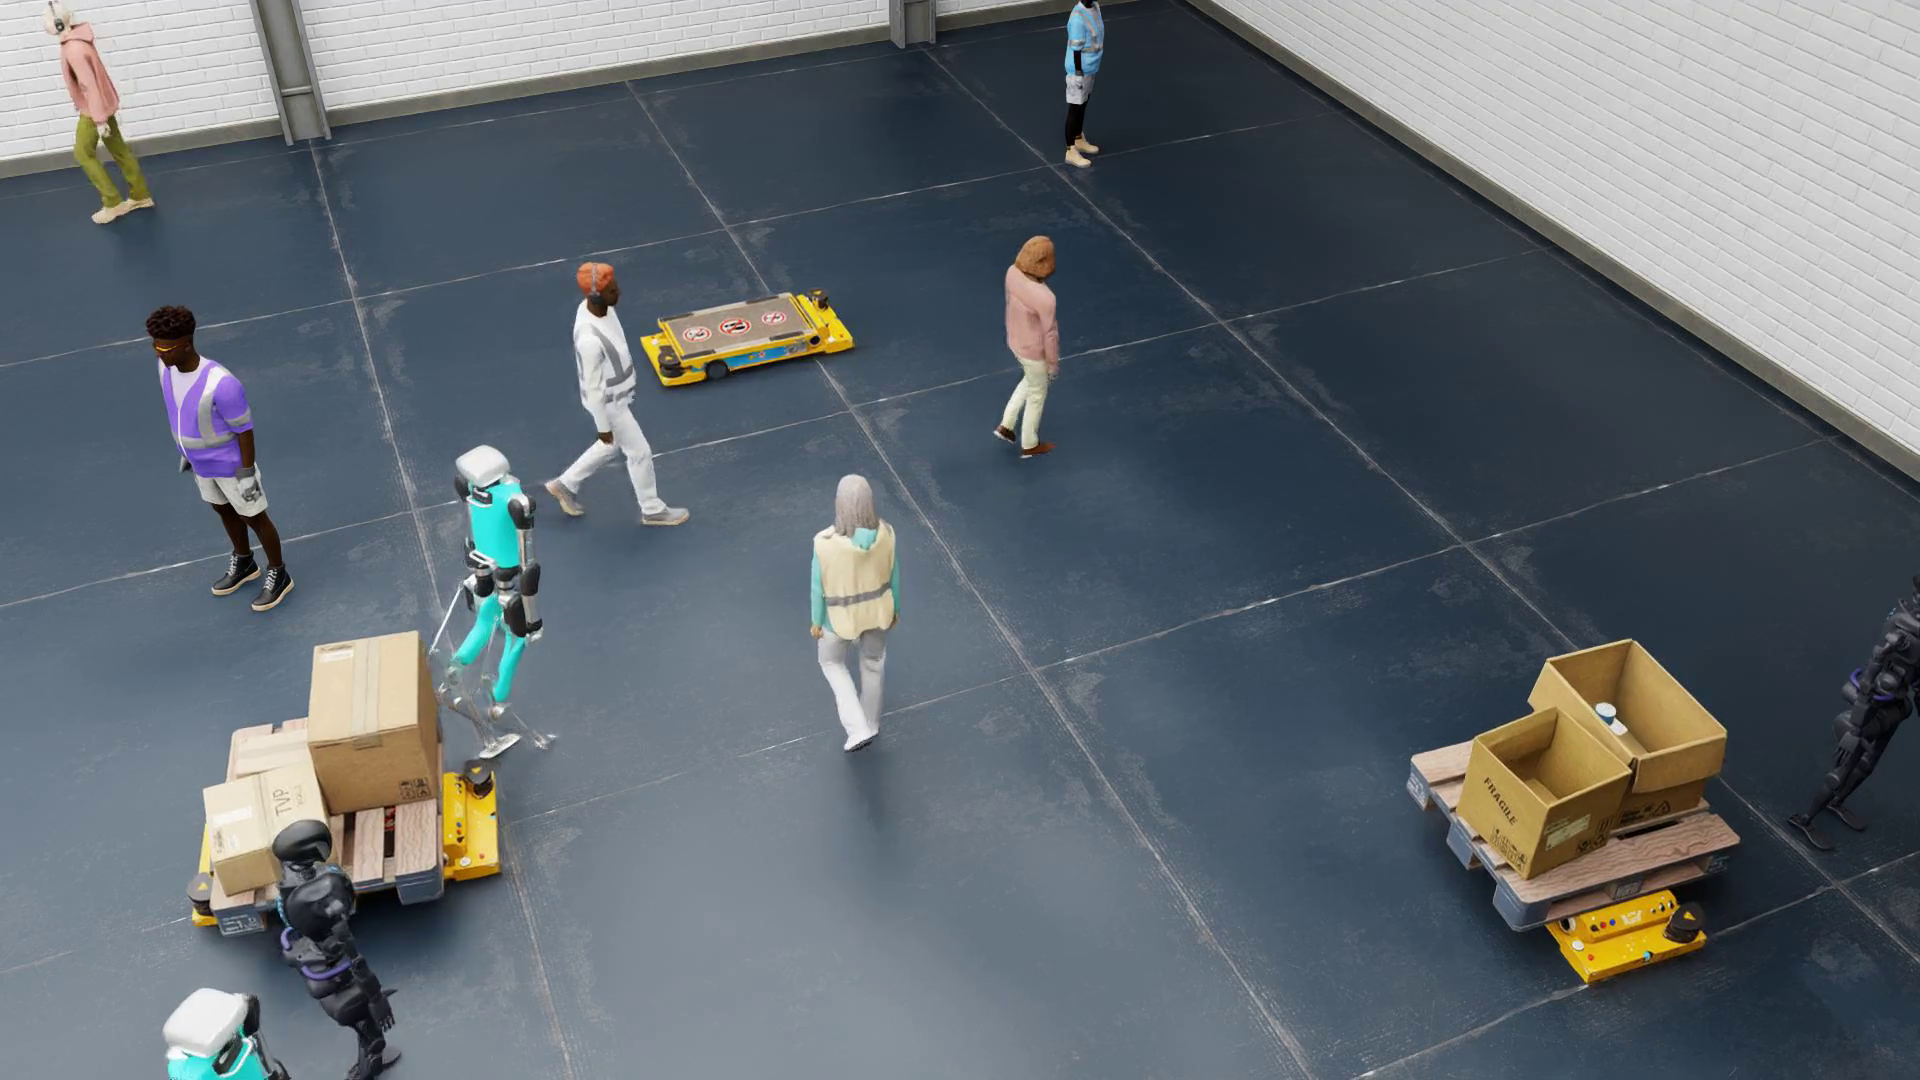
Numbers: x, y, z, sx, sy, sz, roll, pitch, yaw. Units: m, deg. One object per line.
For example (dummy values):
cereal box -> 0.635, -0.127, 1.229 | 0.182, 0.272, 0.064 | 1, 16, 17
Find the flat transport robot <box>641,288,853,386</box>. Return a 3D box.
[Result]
flat transport robot -> -1.569, -1.493, 12.217 | 1.431, 0.231, 0.659 | -14, 40, -18

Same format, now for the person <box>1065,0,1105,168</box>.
person -> 1.079, -4.104, 14.443 | 0.318, 1.696, 0.535 | 12, 39, 15

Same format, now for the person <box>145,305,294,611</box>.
person -> -4.238, -0.467, 9.490 | 0.600, 1.966, 0.368 | 19, 41, 23

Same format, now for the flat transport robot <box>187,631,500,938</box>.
flat transport robot -> -3.056, 1.504, 8.315 | 1.431, 0.231, 0.659 | -9, 38, -11

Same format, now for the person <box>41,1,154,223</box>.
person -> -7.118, -3.487, 13.545 | 0.615, 1.819, 0.552 | -13, 39, -16

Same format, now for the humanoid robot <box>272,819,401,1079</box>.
humanoid robot -> -2.595, 1.751, 6.839 | 0.355, 1.648, 0.603 | -30, 47, -33

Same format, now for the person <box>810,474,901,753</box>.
person -> -0.525, 0.411, 8.562 | 0.489, 1.692, 0.441 | -13, 40, -17

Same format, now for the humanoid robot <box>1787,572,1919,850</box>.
humanoid robot -> 4.482, 0.813, 8.056 | 0.599, 1.654, 0.325 | -20, 42, -24

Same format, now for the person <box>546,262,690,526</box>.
person -> -2.171, -0.859, 10.089 | 0.807, 1.856, 0.583 | -4, 38, -5

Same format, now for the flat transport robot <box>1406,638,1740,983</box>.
flat transport robot -> 2.995, 1.522, 8.292 | 0.659, 0.231, 1.431 | -12, 39, -15

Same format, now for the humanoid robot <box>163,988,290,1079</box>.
humanoid robot -> -2.265, 2.335, 6.077 | 0.873, 1.836, 0.570 | 3, 38, 4

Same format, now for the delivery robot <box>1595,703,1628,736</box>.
delivery robot -> 3.296, 1.092, 8.625 | 0.794, 0.603, 0.499 | -17, 41, -20

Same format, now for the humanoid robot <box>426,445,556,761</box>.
humanoid robot -> -2.483, 0.424, 8.514 | 0.575, 1.755, 0.826 | 25, 44, 29

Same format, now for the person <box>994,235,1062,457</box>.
person -> 0.485, -1.240, 10.776 | 0.360, 1.618, 0.516 | -20, 42, -24
